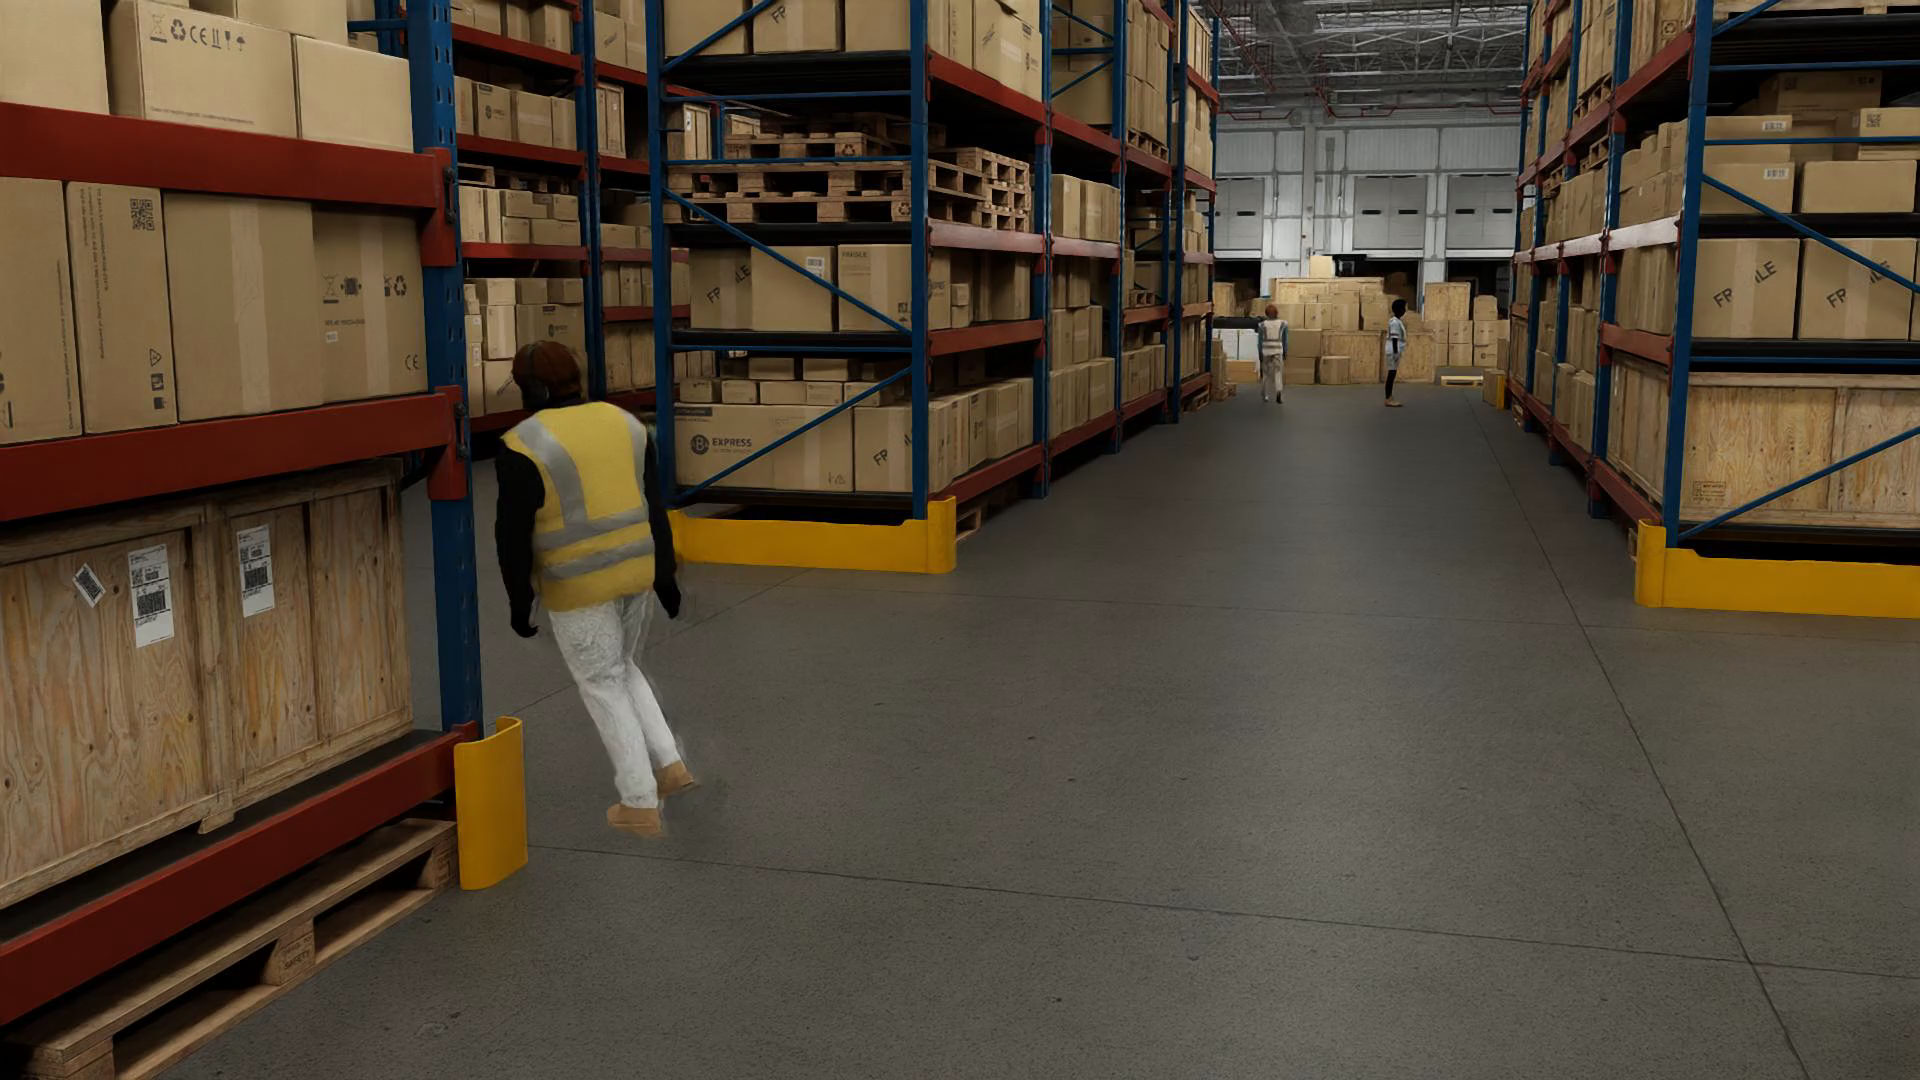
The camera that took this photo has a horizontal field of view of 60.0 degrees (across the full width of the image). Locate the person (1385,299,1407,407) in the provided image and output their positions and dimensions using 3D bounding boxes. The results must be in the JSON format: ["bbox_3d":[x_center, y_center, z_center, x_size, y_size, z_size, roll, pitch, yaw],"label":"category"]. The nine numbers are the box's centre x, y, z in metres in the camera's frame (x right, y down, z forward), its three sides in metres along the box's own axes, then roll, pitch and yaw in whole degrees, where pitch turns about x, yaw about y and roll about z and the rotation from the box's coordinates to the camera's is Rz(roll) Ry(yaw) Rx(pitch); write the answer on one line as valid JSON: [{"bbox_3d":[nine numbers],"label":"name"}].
[{"bbox_3d":[6.864,-2.945,26.222,0.320,1.697,0.537,3,9,16],"label":"person"}]

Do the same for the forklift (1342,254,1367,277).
[{"bbox_3d":[13.037,-8.079,55.101,1.873,2.768,1.129,-4,10,-22],"label":"forklift"}]

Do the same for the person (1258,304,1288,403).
[{"bbox_3d":[5.095,-3.037,27.089,0.502,1.614,0.761,1,9,5],"label":"person"}]

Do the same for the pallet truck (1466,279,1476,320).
[{"bbox_3d":[18.896,-8.459,60.307,1.885,1.965,0.823,5,10,31],"label":"pallet truck"}]

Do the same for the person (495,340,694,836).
[{"bbox_3d":[-1.336,0.189,6.000,0.567,1.800,0.642,6,11,34],"label":"person"}]
